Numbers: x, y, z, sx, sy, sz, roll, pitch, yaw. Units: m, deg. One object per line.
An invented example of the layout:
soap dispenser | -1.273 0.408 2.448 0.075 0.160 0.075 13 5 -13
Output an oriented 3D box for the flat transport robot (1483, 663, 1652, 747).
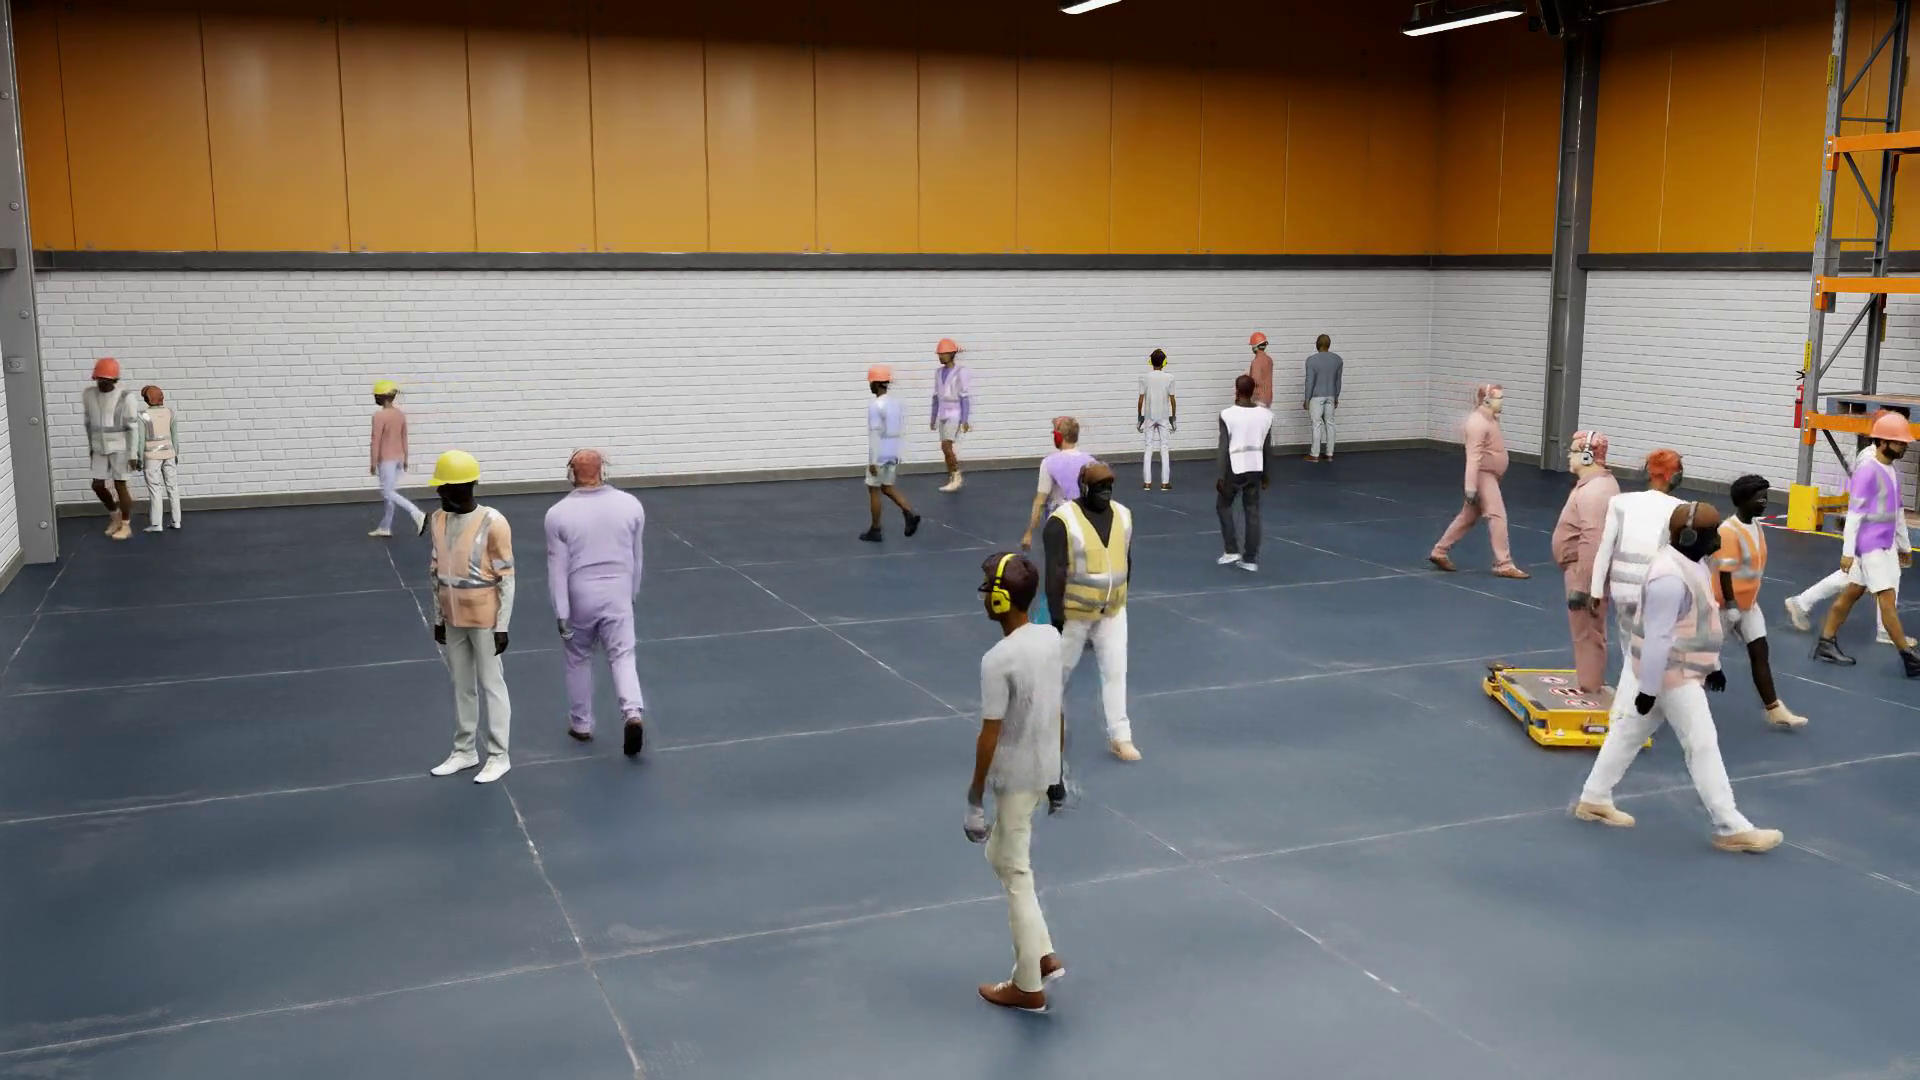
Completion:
flat transport robot | 3.911 1.056 10.791 0.652 0.197 1.431 1 9 3

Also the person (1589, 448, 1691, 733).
person | 4.327 0.342 10.412 0.602 1.820 1.048 9 13 43

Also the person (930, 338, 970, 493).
person | -0.161 -1.603 21.604 0.465 2.021 0.633 -7 12 -37

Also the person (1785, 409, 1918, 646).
person | 7.088 -0.111 13.111 0.591 1.853 0.893 -9 13 -44

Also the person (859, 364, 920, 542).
person | -0.786 -0.916 17.739 0.629 1.925 0.558 6 11 33

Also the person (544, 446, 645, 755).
person | -2.197 0.367 10.136 0.622 1.881 0.873 -4 10 -25

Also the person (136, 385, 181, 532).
person | -8.931 -0.903 18.525 0.307 1.640 0.521 5 11 28

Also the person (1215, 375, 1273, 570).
person | 2.757 -0.667 16.295 0.624 1.895 0.593 -3 10 -20

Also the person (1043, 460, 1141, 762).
person | 0.767 0.392 10.216 0.643 1.806 0.948 -5 10 -26

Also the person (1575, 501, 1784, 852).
person | 3.693 0.679 8.545 1.010 1.784 0.620 5 10 26

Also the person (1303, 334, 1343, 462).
person | 5.465 -2.139 25.115 0.629 1.940 0.372 -4 10 -21

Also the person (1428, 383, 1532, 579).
person | 4.972 -0.578 15.892 0.970 1.865 0.651 4 10 23

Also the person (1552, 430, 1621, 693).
person | 4.033 0.243 10.778 0.399 1.909 0.642 5 11 27

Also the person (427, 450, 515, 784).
person | -2.812 0.437 9.546 0.589 1.924 0.384 5 11 30

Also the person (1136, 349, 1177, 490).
person | 2.598 -1.584 21.973 0.534 1.865 0.315 2 10 10

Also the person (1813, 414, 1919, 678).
person | 6.728 0.039 12.057 0.572 1.884 0.972 -8 13 -41

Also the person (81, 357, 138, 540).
person | -9.112 -0.971 17.894 0.661 1.996 0.665 1 9 6

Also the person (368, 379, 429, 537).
person | -6.130 -0.875 18.032 0.735 1.743 0.528 2 10 14

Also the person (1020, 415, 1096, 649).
person | 0.831 -0.070 13.009 0.955 1.805 0.591 9 13 42

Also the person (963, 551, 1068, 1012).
person | 0.203 0.961 6.573 0.395 1.855 0.560 6 11 31

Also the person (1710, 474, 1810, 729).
person | 4.988 0.389 10.686 0.537 1.637 0.890 -8 12 -40

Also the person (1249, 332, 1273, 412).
person | 4.385 -2.046 24.391 0.391 1.991 0.613 6 11 31
